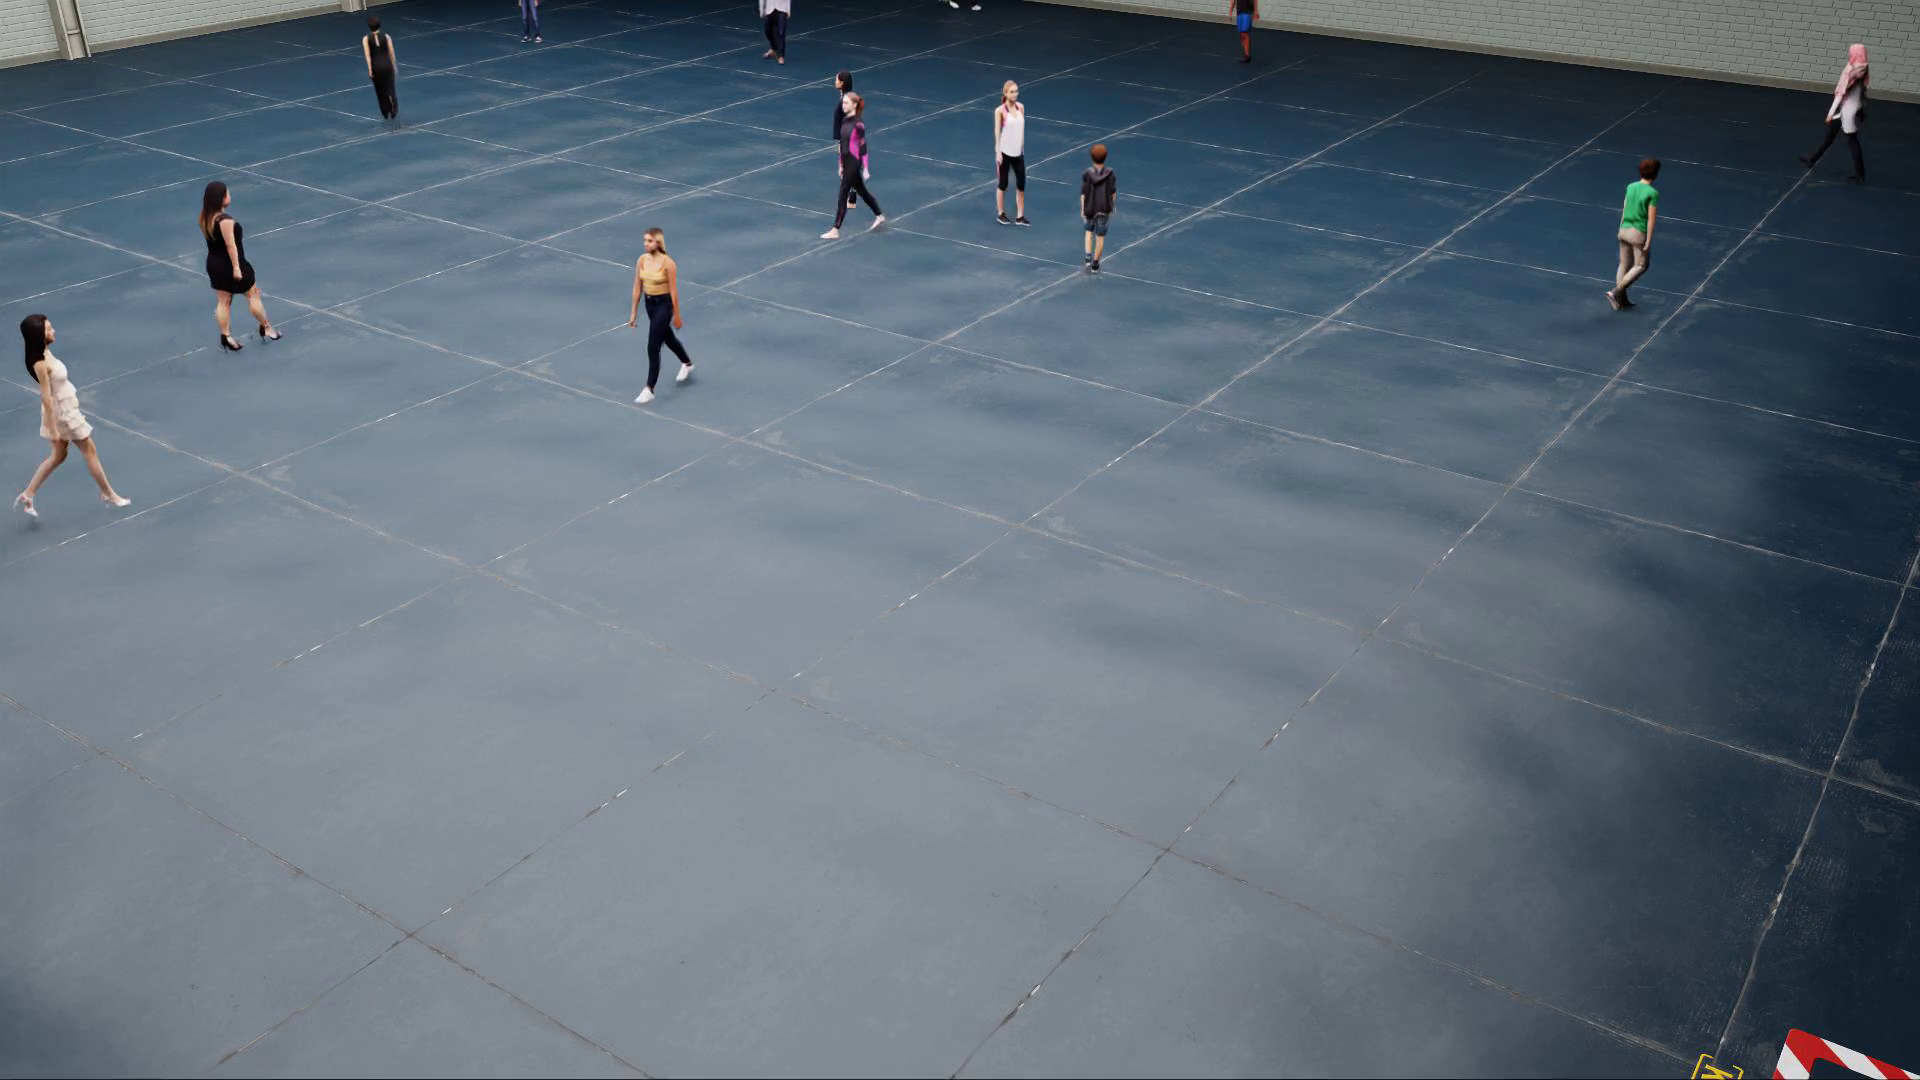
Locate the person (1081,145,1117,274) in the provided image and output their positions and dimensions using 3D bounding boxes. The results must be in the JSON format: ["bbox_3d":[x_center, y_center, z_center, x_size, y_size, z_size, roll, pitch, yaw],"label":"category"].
[{"bbox_3d":[1.547,-3.731,18.816,0.675,1.432,0.762,5,28,9],"label":"person"}]

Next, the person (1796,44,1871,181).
[{"bbox_3d":[11.971,-5.659,22.230,1.251,1.735,0.959,-20,33,-33],"label":"person"}]

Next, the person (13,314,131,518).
[{"bbox_3d":[-7.167,-0.928,13.079,1.133,1.701,0.922,-13,30,-23],"label":"person"}]

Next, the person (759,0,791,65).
[{"bbox_3d":[-3.234,-9.322,29.251,1.017,1.820,1.131,5,28,9],"label":"person"}]

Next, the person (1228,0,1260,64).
[{"bbox_3d":[5.062,-9.258,29.203,0.682,1.750,0.772,18,32,31],"label":"person"}]

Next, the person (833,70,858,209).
[{"bbox_3d":[-1.441,-5.098,21.142,0.748,1.734,0.644,1,27,1],"label":"person"}]

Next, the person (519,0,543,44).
[{"bbox_3d":[-8.052,-10.116,31.079,0.608,1.558,0.633,5,28,10],"label":"person"}]

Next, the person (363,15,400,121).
[{"bbox_3d":[-8.753,-7.105,25.213,0.973,1.575,0.935,-13,30,-23],"label":"person"}]

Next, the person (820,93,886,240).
[{"bbox_3d":[-1.216,-4.492,19.999,1.231,1.703,0.855,-18,32,-31],"label":"person"}]

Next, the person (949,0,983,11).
[{"bbox_3d":[0.035,-11.737,34.128,1.104,1.648,0.910,-22,34,-36],"label":"person"}]

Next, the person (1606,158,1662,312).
[{"bbox_3d":[7.069,-3.196,17.548,0.894,1.641,0.759,-15,31,-27],"label":"person"}]

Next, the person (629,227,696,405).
[{"bbox_3d":[-2.764,-2.140,15.560,0.627,1.585,1.153,15,31,27],"label":"person"}]

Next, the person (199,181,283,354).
[{"bbox_3d":[-7.312,-2.654,16.442,0.667,1.691,0.806,18,32,31],"label":"person"}]

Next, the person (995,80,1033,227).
[{"bbox_3d":[0.551,-4.760,20.448,0.883,1.767,0.875,-16,31,-28],"label":"person"}]
